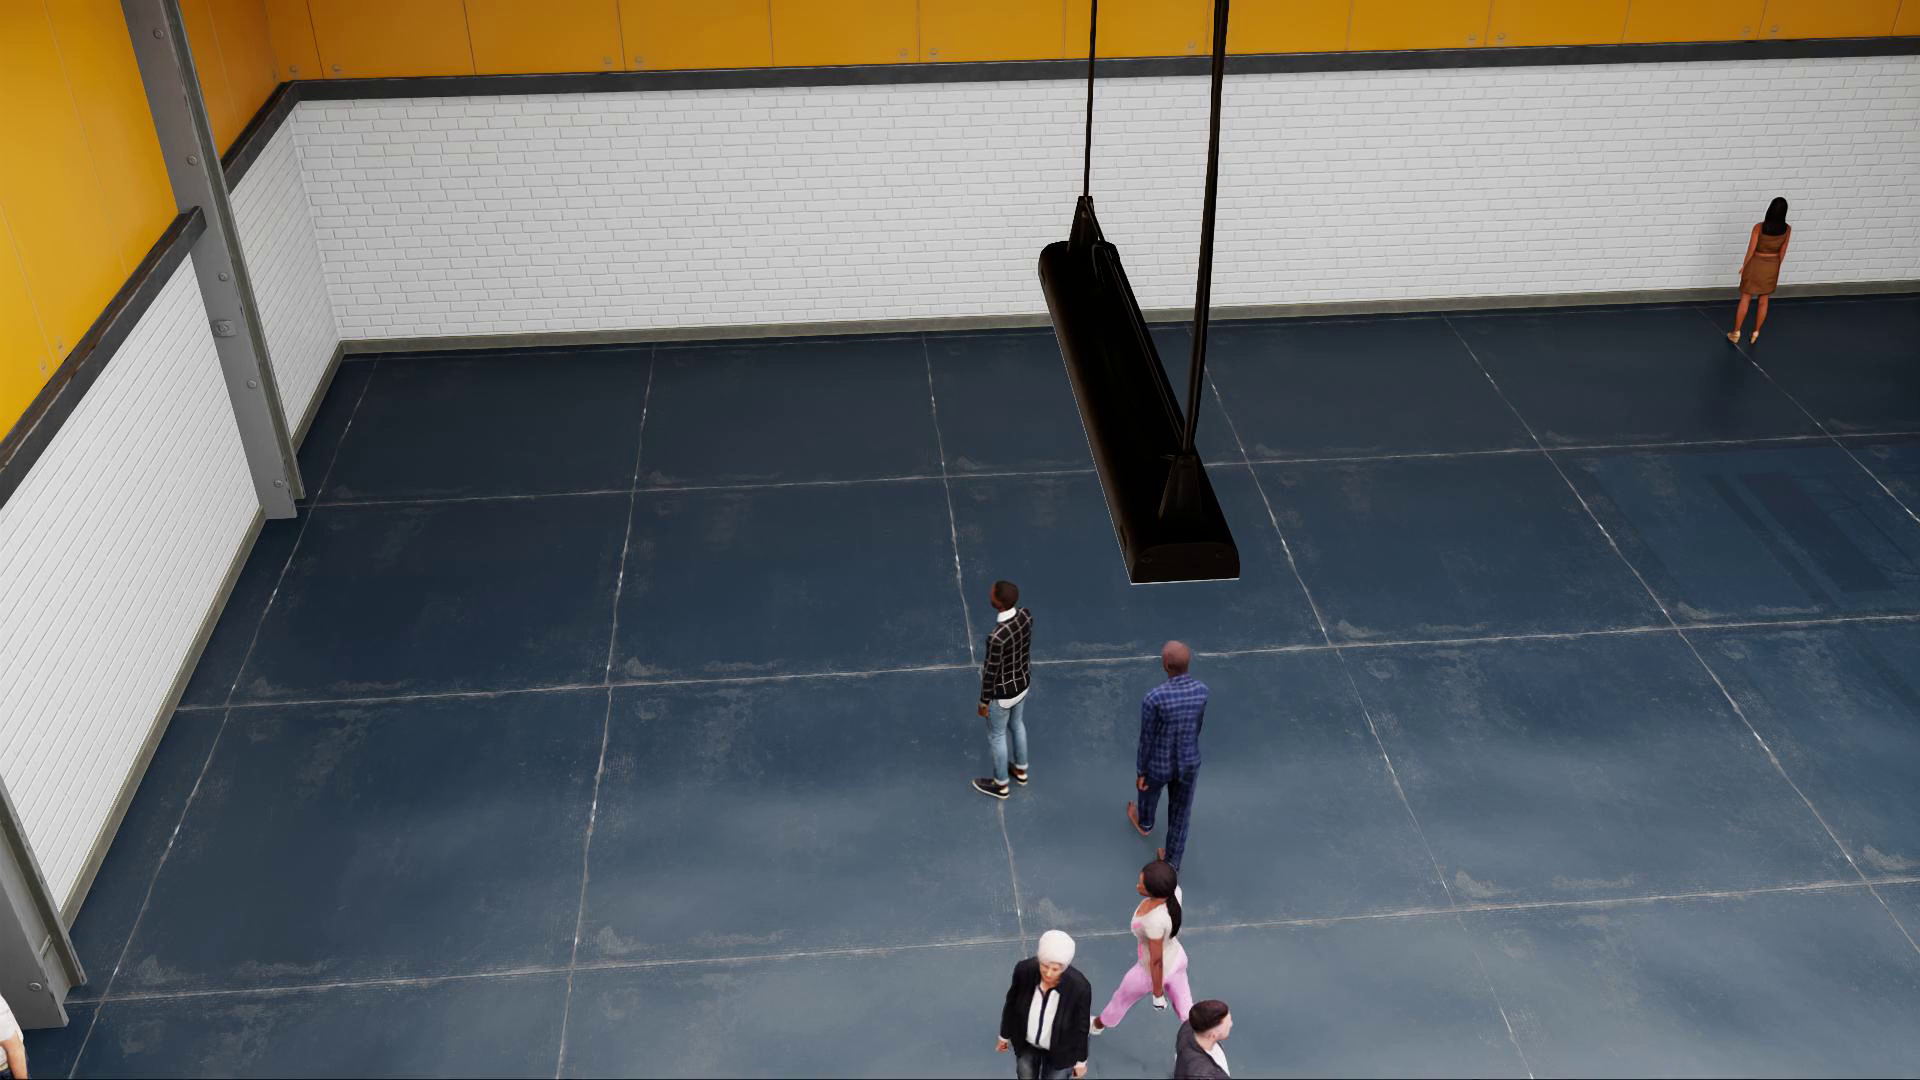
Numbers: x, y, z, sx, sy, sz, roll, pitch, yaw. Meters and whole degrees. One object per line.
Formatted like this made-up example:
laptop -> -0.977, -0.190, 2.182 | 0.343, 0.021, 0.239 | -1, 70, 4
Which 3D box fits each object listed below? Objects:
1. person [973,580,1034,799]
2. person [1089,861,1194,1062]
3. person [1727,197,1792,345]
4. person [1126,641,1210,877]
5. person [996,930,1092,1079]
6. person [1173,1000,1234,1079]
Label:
person -> 0.351, 1.070, 11.996 | 0.809, 1.818, 0.736 | 23, 40, 30
person -> 1.259, 2.585, 9.841 | 1.144, 1.681, 1.191 | 19, 38, 27
person -> 8.741, -2.938, 18.142 | 0.601, 1.690, 0.562 | 3, 34, 5
person -> 1.480, 1.557, 11.303 | 0.801, 1.774, 1.049 | -10, 35, -15
person -> 0.472, 2.741, 9.199 | 0.886, 1.771, 0.835 | 20, 38, 27
person -> 1.190, 3.133, 8.891 | 0.713, 1.820, 0.686 | -2, 34, -4
